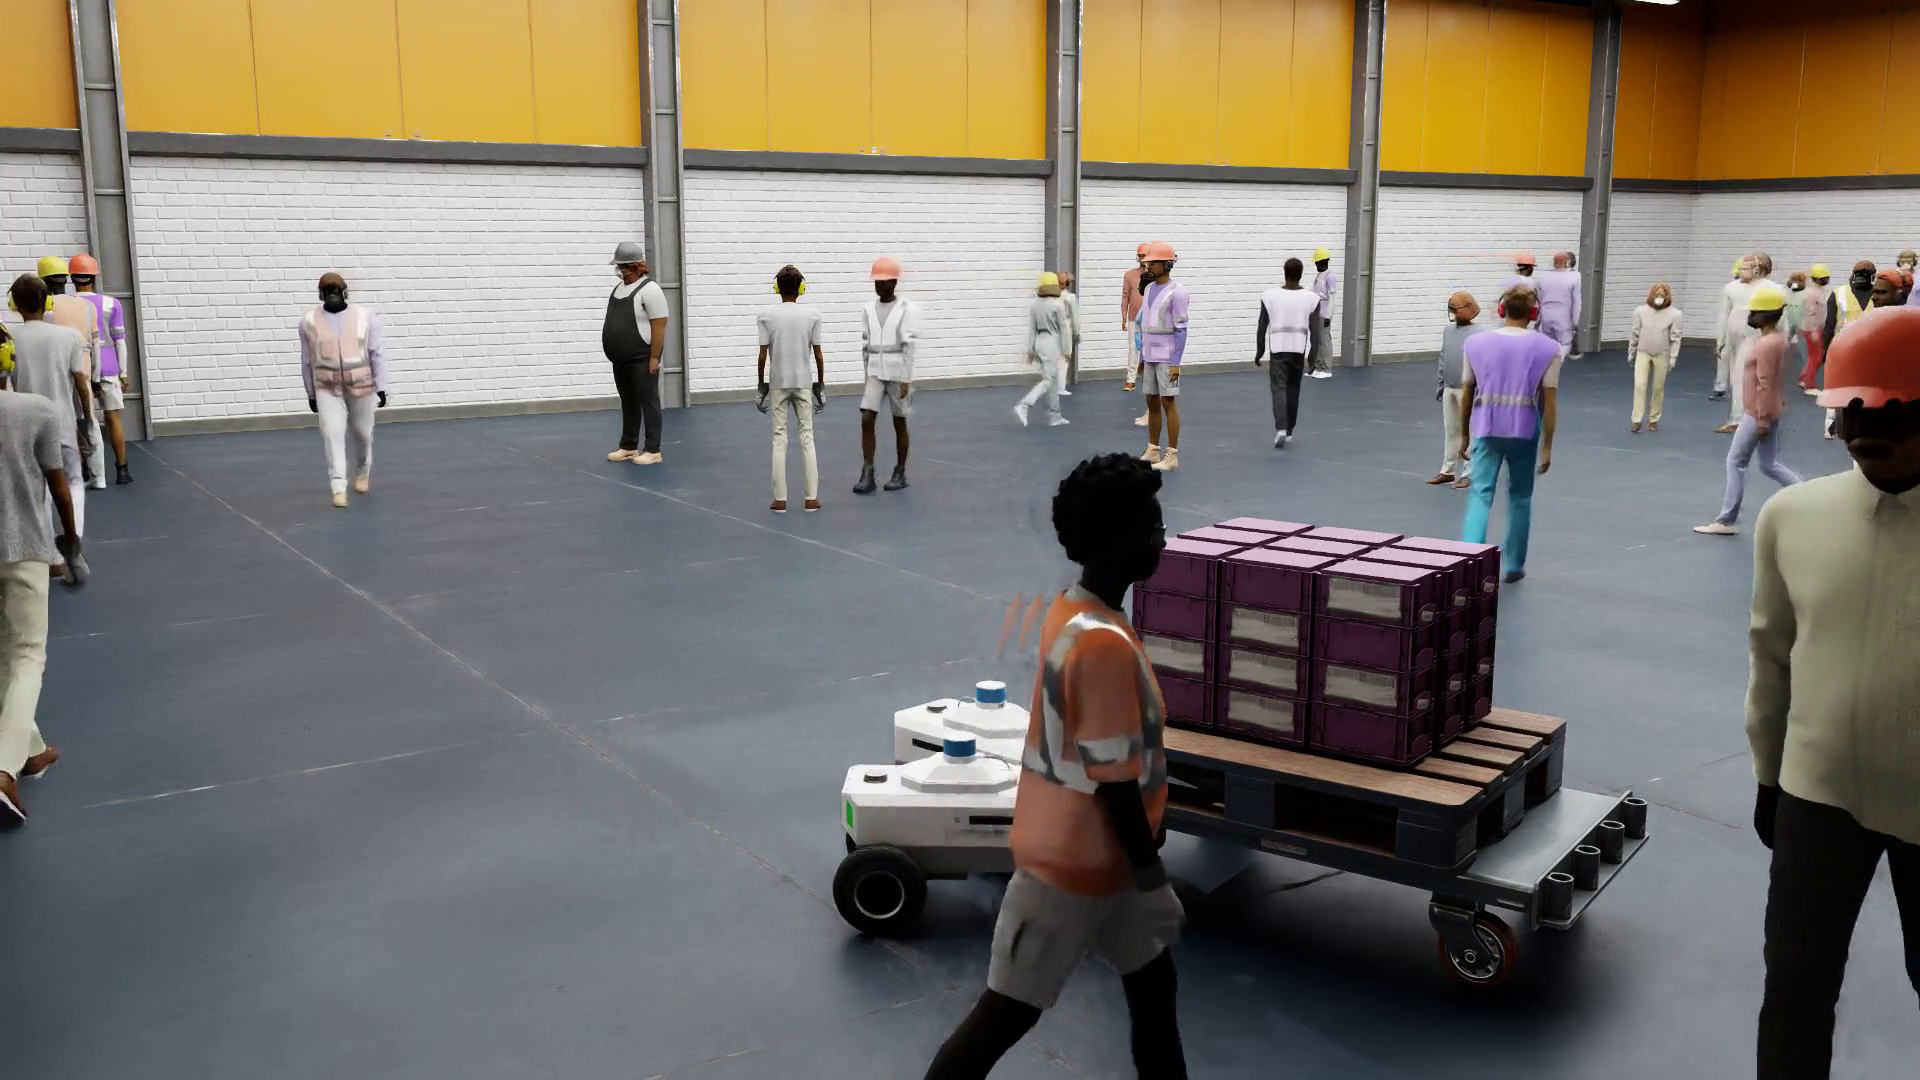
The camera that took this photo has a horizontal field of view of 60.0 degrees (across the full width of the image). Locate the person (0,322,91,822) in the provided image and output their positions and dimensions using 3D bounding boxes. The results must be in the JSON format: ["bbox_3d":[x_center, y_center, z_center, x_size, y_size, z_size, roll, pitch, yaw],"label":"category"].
[{"bbox_3d":[-3.505,0.075,6.052,0.505,1.836,0.957,-2,11,-11],"label":"person"}]

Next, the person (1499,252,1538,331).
[{"bbox_3d":[7.476,-2.931,22.411,1.045,1.877,0.552,-4,11,-19],"label":"person"}]

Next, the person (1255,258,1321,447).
[{"bbox_3d":[3.287,-1.881,16.654,0.610,1.882,0.975,1,10,5],"label":"person"}]

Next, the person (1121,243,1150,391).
[{"bbox_3d":[2.473,-3.003,22.452,0.611,1.997,0.375,3,11,16],"label":"person"}]

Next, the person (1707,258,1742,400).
[{"bbox_3d":[9.812,-2.645,21.012,0.742,1.800,0.589,-7,13,-35],"label":"person"}]

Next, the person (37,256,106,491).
[{"bbox_3d":[-7.251,-1.329,13.475,0.385,1.922,0.594,5,11,26],"label":"person"}]

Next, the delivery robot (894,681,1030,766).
[{"bbox_3d":[0.103,0.727,5.704,0.707,0.478,0.477,10,14,43],"label":"delivery robot"}]

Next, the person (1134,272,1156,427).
[{"bbox_3d":[2.071,-2.095,18.297,0.319,1.697,0.533,2,10,9],"label":"person"}]

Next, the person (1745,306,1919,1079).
[{"bbox_3d":[1.936,0.496,3.418,0.621,1.958,0.953,10,14,44],"label":"person"}]

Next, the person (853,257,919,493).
[{"bbox_3d":[-0.634,-1.315,13.457,0.548,1.910,0.764,5,11,23],"label":"person"}]

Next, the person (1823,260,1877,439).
[{"bbox_3d":[9.182,-1.935,17.033,0.633,1.840,0.429,4,11,19],"label":"person"}]

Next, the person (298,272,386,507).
[{"bbox_3d":[-4.857,-1.206,13.126,0.619,1.818,0.875,-4,11,-19],"label":"person"}]

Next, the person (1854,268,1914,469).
[{"bbox_3d":[5.735,-0.738,10.354,0.354,1.883,0.576,-2,11,-11],"label":"person"}]

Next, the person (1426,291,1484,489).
[{"bbox_3d":[4.138,-1.241,13.792,0.285,1.633,0.498,-4,11,-23],"label":"person"}]

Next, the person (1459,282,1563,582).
[{"bbox_3d":[3.212,-0.599,9.788,0.567,1.816,0.814,4,11,23],"label":"person"}]

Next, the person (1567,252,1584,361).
[{"bbox_3d":[10.186,-3.895,27.863,0.516,1.808,0.892,9,14,42],"label":"person"}]

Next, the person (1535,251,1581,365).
[{"bbox_3d":[8.279,-3.066,23.116,0.651,1.890,0.611,9,13,40],"label":"person"}]

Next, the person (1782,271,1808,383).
[{"bbox_3d":[11.787,-2.994,23.491,0.804,1.594,0.521,-6,12,-31],"label":"person"}]

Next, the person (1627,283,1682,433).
[{"bbox_3d":[7.316,-1.911,17.567,0.514,1.585,0.822,5,12,26],"label":"person"}]

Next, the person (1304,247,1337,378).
[{"bbox_3d":[5.340,-3.348,24.550,0.377,1.922,0.585,-2,10,-9],"label":"person"}]

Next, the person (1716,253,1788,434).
[{"bbox_3d":[8.483,-2.092,17.719,0.939,1.897,0.661,-10,14,-44],"label":"person"}]

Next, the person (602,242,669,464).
[{"bbox_3d":[-3.013,-1.714,15.267,0.680,2.000,0.536,10,14,44],"label":"person"}]

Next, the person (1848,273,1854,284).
[{"bbox_3d":[11.300,-2.563,21.026,0.514,1.641,0.307,0,10,3],"label":"person"}]

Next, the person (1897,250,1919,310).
[{"bbox_3d":[12.278,-2.807,21.659,0.656,1.893,0.948,6,12,30],"label":"person"}]

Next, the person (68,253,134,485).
[{"bbox_3d":[-7.253,-1.413,13.899,0.545,1.939,0.374,-5,11,-25],"label":"person"}]

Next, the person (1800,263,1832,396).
[{"bbox_3d":[11.226,-2.751,21.778,0.553,1.750,0.334,-9,14,-42],"label":"person"}]

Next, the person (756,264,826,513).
[{"bbox_3d":[-1.280,-1.138,12.582,0.534,1.869,0.311,-2,10,-9],"label":"person"}]

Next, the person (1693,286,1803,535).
[{"bbox_3d":[5.574,-0.870,11.442,0.781,1.740,0.528,7,12,33],"label":"person"}]

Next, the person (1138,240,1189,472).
[{"bbox_3d":[1.766,-1.625,14.773,0.375,2.044,0.605,-6,12,-28],"label":"person"}]

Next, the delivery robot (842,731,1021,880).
[{"bbox_3d":[0.001,0.833,5.122,0.707,0.478,0.477,0,10,1],"label":"delivery robot"}]

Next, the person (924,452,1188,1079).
[{"bbox_3d":[0.237,0.643,3.439,0.881,1.660,0.528,1,10,4],"label":"person"}]

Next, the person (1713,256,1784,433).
[{"bbox_3d":[8.420,-2.060,17.616,0.709,1.887,0.652,0,10,2],"label":"person"}]

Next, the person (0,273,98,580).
[{"bbox_3d":[-5.522,-0.672,10.049,0.544,1.860,0.412,-6,12,-28],"label":"person"}]

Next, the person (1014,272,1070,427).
[{"bbox_3d":[0.891,-2.070,18.144,0.817,1.701,0.477,-8,13,-37],"label":"person"}]

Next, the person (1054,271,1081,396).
[{"bbox_3d":[1.362,-2.696,21.795,0.386,1.623,0.537,-9,14,-41],"label":"person"}]
